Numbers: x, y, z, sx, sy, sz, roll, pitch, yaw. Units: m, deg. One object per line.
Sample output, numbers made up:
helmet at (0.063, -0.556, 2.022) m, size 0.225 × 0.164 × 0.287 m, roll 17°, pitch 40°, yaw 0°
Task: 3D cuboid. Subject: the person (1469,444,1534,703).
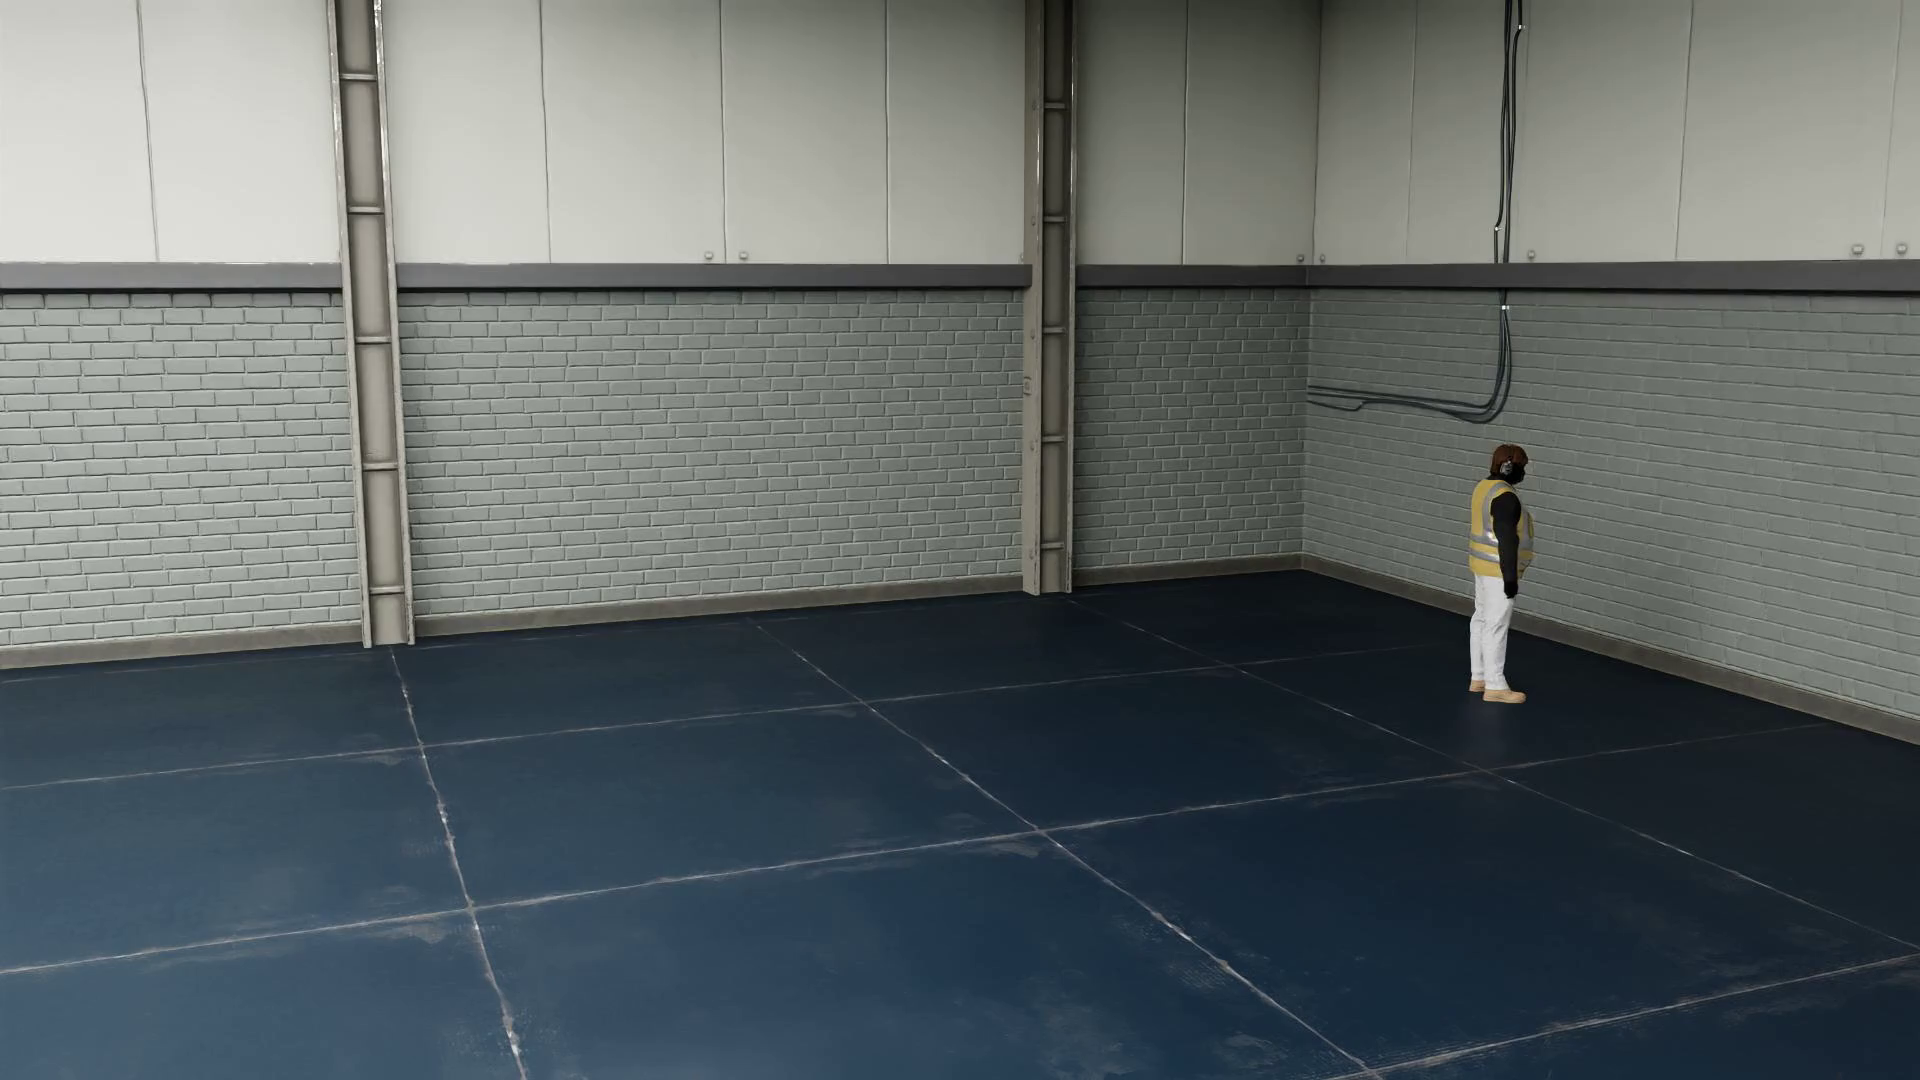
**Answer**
person at (3.869, 0.232, 11.909) m, size 0.430 × 1.837 × 0.619 m, roll 0°, pitch 9°, yaw 1°
